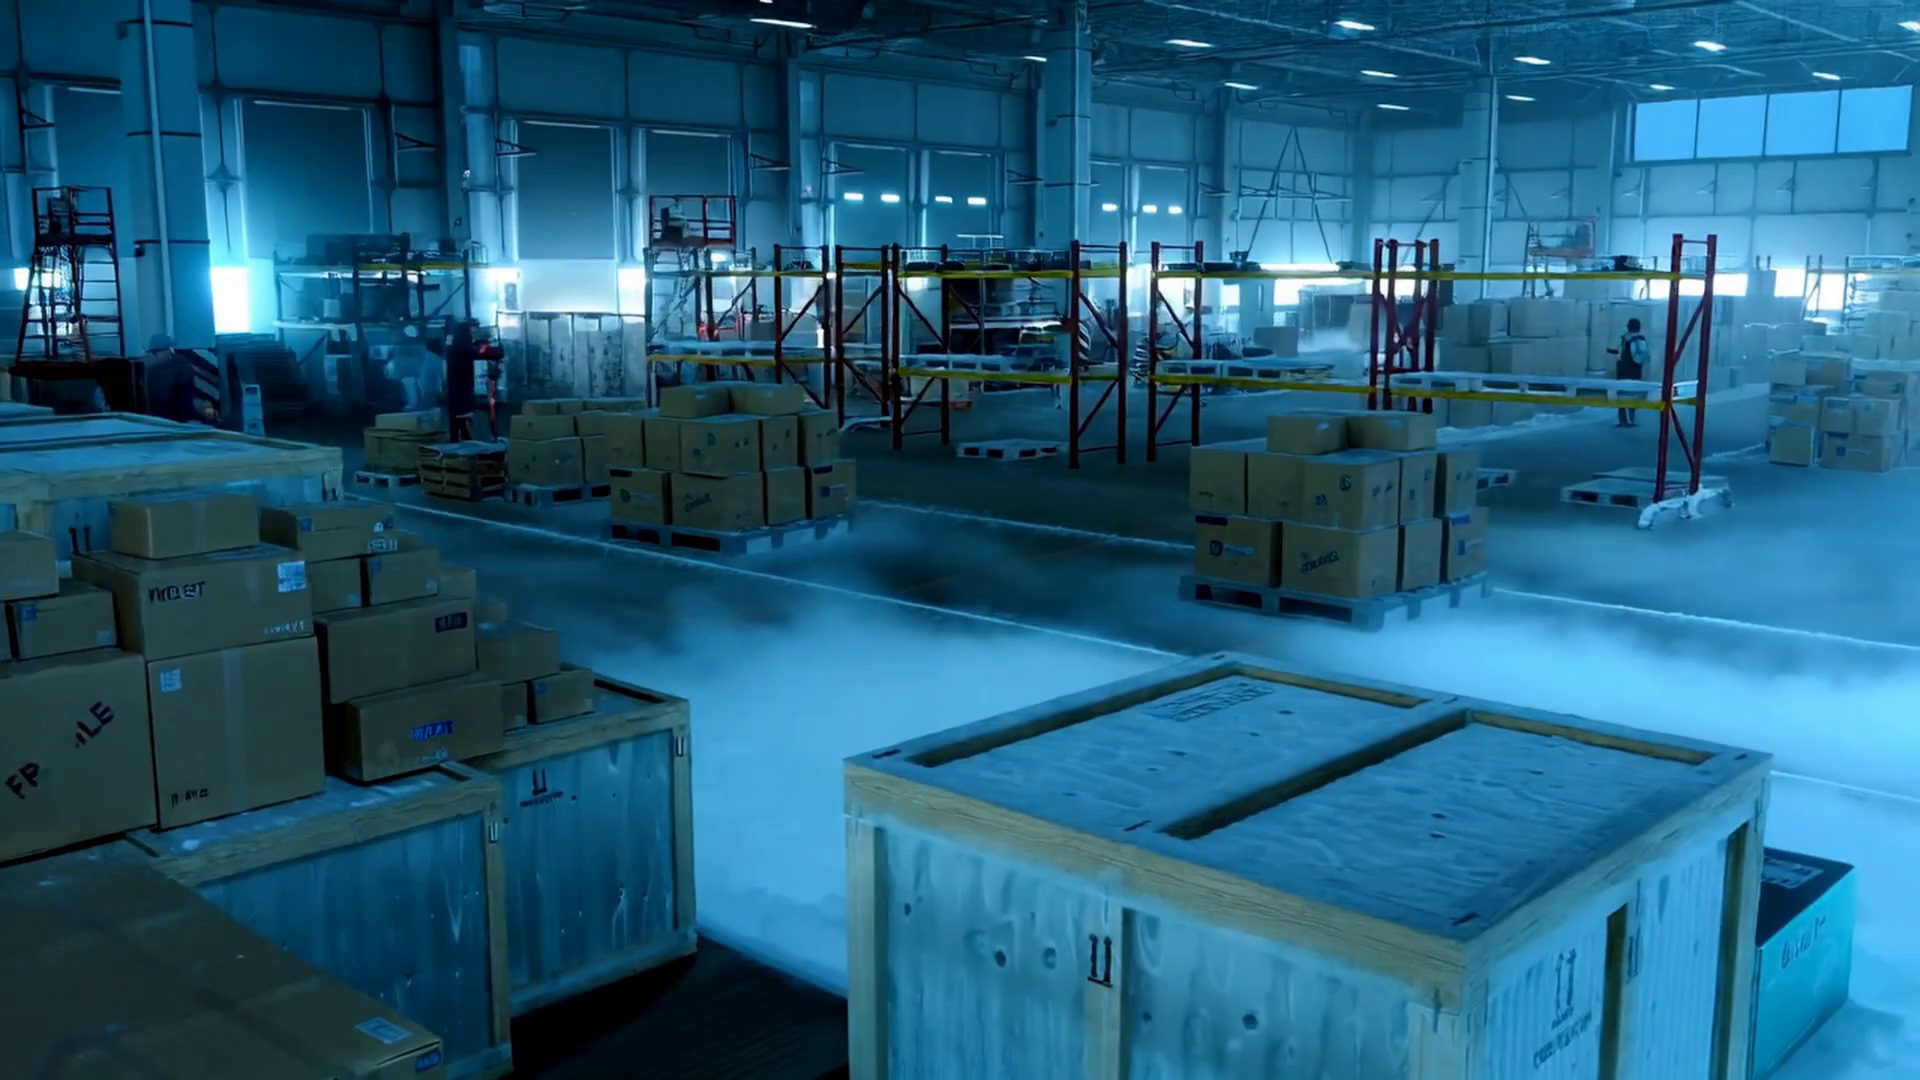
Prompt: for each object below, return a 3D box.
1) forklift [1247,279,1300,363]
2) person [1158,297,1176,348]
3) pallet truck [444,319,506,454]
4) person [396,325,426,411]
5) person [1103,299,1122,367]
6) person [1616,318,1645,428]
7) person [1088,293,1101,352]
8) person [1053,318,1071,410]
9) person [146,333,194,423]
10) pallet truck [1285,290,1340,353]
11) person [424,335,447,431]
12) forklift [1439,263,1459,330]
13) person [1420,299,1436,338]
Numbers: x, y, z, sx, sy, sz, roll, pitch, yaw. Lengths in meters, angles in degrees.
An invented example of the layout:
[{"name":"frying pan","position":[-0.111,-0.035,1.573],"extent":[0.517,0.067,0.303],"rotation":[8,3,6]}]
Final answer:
[{"name":"forklift","position":[8.216,-6.142,45.200],"extent":[1.873,2.768,1.129],"rotation":[9,13,43]},{"name":"person","position":[5.325,-5.328,43.162],"extent":[0.662,1.910,0.781],"rotation":[-2,9,-10]},{"name":"pallet truck","position":[-6.981,-1.942,22.150],"extent":[1.885,1.965,0.823],"rotation":[1,9,9]},{"name":"person","position":[-8.993,-2.684,27.487],"extent":[0.807,1.730,0.539],"rotation":[6,11,33]},{"name":"person","position":[4.233,-5.601,45.070],"extent":[0.960,1.836,0.609],"rotation":[-6,11,-34]},{"name":"person","position":[11.206,-2.783,27.771],"extent":[0.345,1.847,0.504],"rotation":[-6,11,-32]},{"name":"person","position":[4.125,-6.663,51.328],"extent":[0.544,1.928,0.392],"rotation":[-5,10,-26]},{"name":"person","position":[1.991,-3.314,31.368],"extent":[0.485,1.736,0.321],"rotation":[0,9,2]},{"name":"person","position":[-8.850,-1.337,18.623],"extent":[0.609,1.940,1.030],"rotation":[1,9,9]},{"name":"pallet truck","position":[11.297,-6.951,52.861],"extent":[1.885,1.965,0.823],"rotation":[-5,11,-29]},{"name":"person","position":[-7.999,-2.265,25.151],"extent":[0.768,1.673,0.539],"rotation":[-6,11,-34]},{"name":"forklift","position":[13.677,-6.389,46.716],"extent":[1.873,2.768,1.129],"rotation":[3,10,17]},{"name":"person","position":[12.455,-5.551,44.623],"extent":[1.006,1.883,0.653],"rotation":[-4,10,-25]}]
